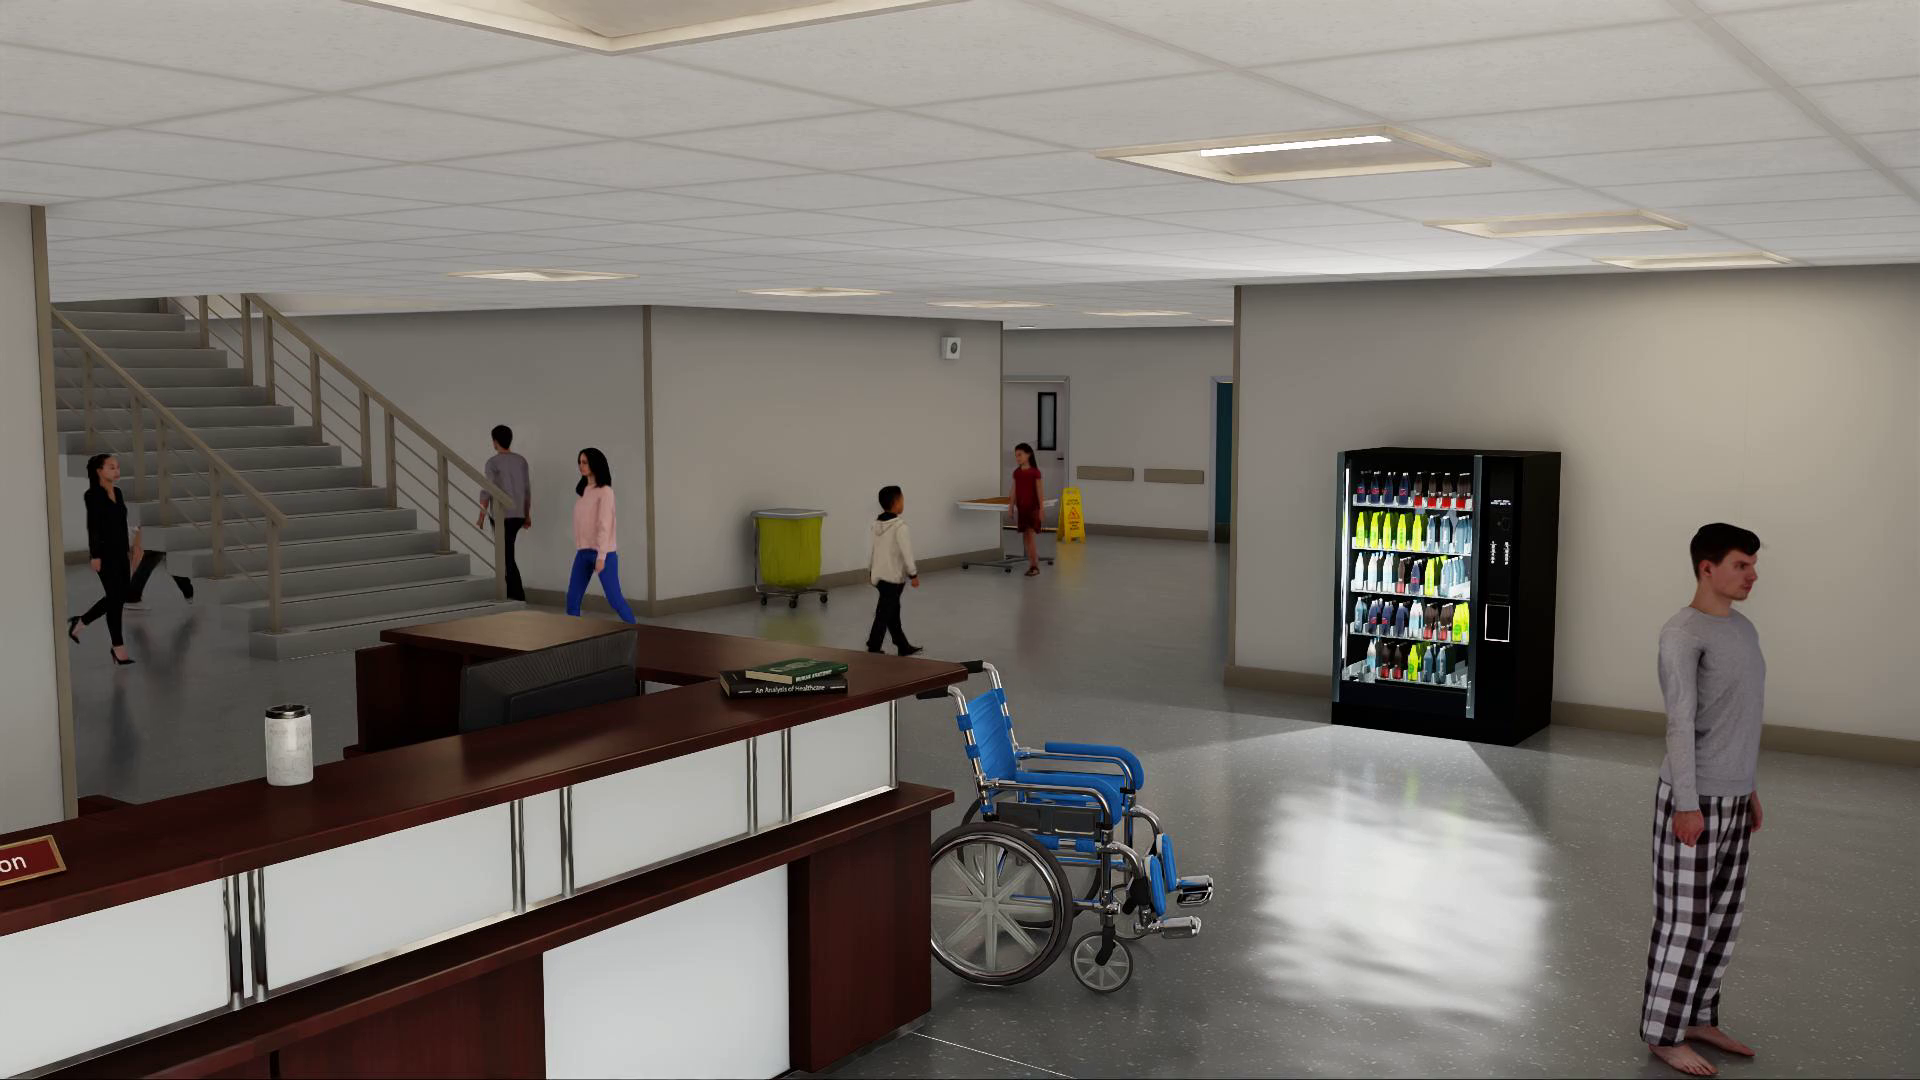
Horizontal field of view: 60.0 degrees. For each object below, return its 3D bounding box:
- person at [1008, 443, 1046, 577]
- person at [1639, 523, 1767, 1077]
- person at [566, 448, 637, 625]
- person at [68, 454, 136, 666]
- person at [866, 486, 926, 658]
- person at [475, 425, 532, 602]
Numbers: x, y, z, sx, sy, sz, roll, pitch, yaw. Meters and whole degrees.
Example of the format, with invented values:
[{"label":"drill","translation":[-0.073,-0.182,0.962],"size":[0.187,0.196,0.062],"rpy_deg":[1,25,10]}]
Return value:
[{"label":"person","translation":[0.821,-0.349,19.265],"size":[0.613,1.532,0.621],"rpy_deg":[3,7,31]},{"label":"person","translation":[2.549,0.858,5.692],"size":[0.686,1.848,0.645],"rpy_deg":[-4,7,-36]},{"label":"person","translation":[-2.796,0.167,13.194],"size":[0.890,1.721,1.131],"rpy_deg":[-5,8,-41]},{"label":"person","translation":[-6.893,0.163,13.350],"size":[0.967,1.698,0.837],"rpy_deg":[1,6,5]},{"label":"person","translation":[-0.629,0.303,13.284],"size":[0.816,1.432,0.848],"rpy_deg":[-4,7,-35]},{"label":"person","translation":[-4.402,-0.207,16.404],"size":[0.815,1.822,0.698],"rpy_deg":[3,7,30]}]
